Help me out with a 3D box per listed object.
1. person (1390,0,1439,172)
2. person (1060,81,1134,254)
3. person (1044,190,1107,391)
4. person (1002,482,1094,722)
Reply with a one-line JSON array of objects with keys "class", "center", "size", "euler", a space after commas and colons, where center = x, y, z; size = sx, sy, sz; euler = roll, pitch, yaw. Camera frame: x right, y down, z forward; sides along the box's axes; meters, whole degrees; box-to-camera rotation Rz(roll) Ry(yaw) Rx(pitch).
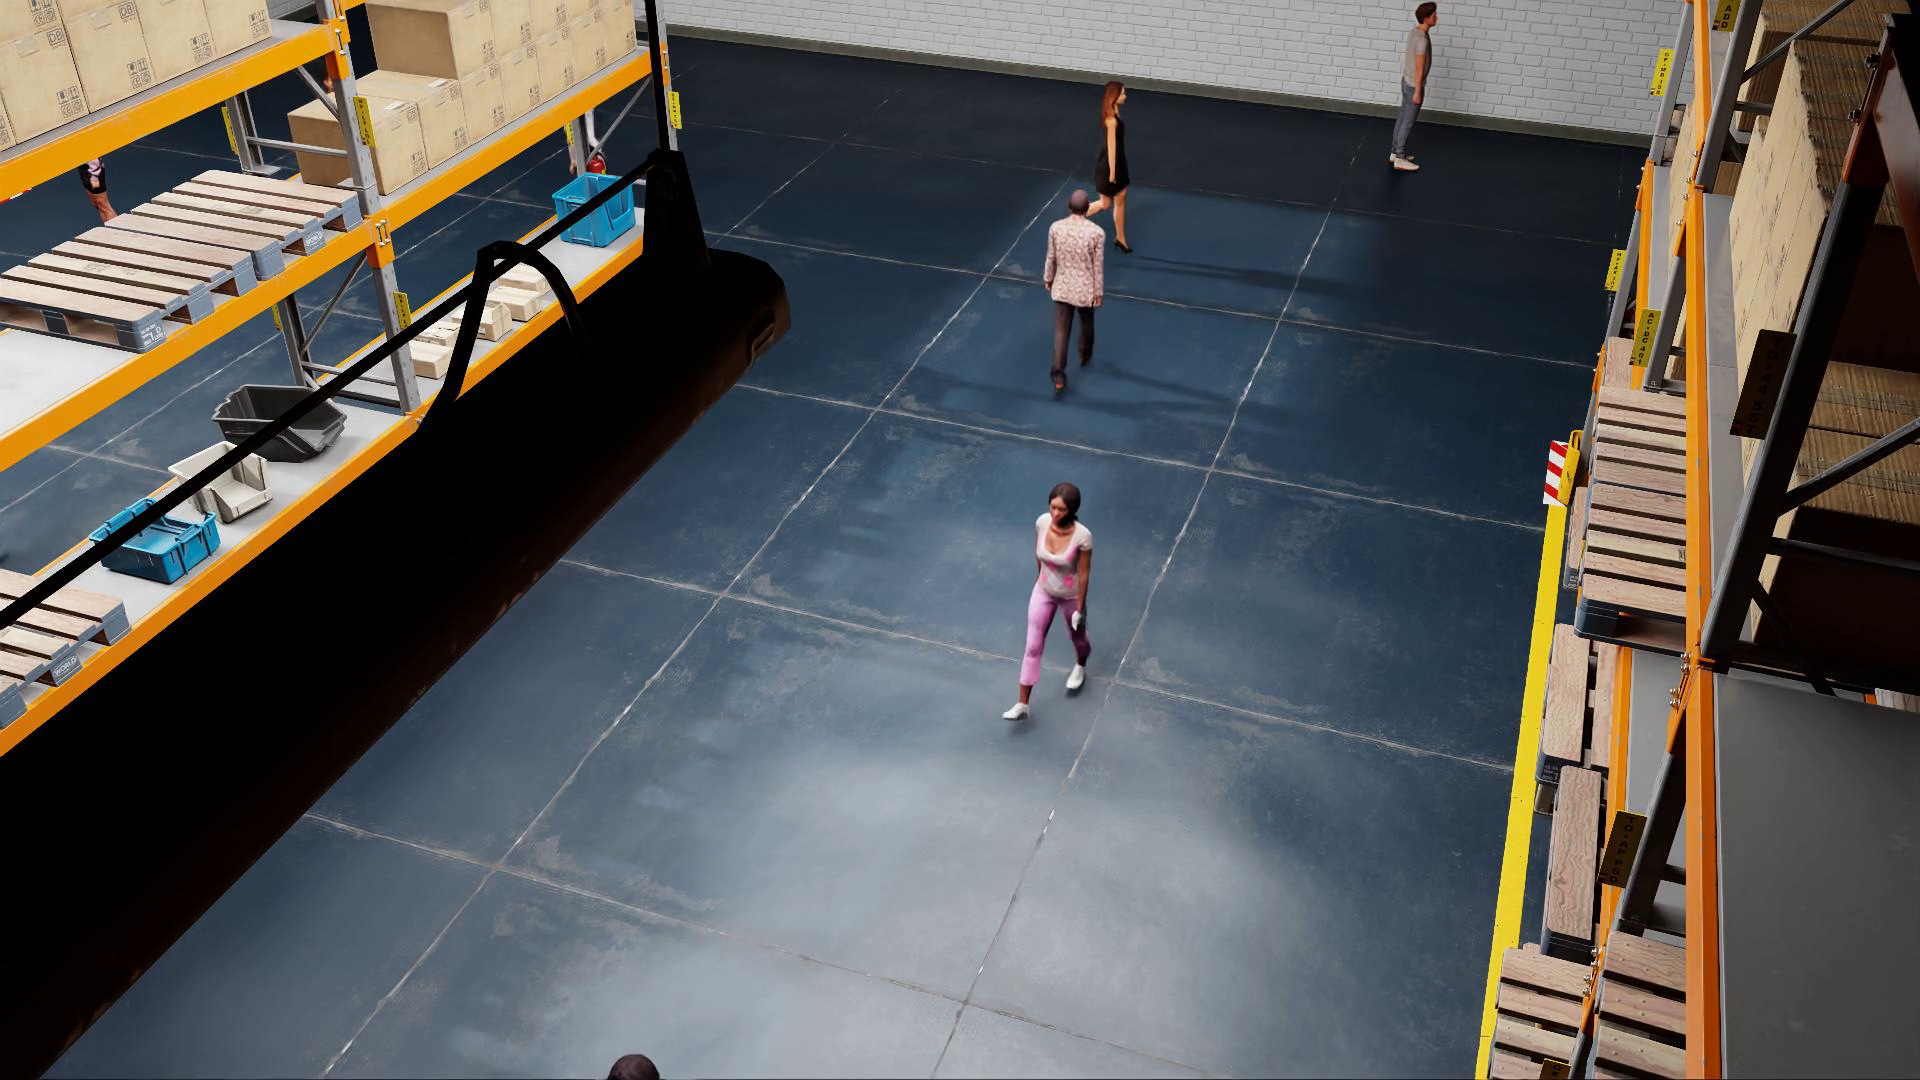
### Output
[{"class": "person", "center": [5.208, -5.221, 19.077], "size": [0.769, 1.896, 0.581], "euler": [2, 34, 4]}, {"class": "person", "center": [1.463, -3.755, 16.942], "size": [0.825, 1.817, 1.006], "euler": [2, 34, 3]}, {"class": "person", "center": [0.987, -2.148, 14.570], "size": [0.801, 1.769, 1.224], "euler": [8, 34, 12]}, {"class": "person", "center": [0.711, 0.345, 10.898], "size": [0.711, 1.680, 1.141], "euler": [18, 38, 25]}]
